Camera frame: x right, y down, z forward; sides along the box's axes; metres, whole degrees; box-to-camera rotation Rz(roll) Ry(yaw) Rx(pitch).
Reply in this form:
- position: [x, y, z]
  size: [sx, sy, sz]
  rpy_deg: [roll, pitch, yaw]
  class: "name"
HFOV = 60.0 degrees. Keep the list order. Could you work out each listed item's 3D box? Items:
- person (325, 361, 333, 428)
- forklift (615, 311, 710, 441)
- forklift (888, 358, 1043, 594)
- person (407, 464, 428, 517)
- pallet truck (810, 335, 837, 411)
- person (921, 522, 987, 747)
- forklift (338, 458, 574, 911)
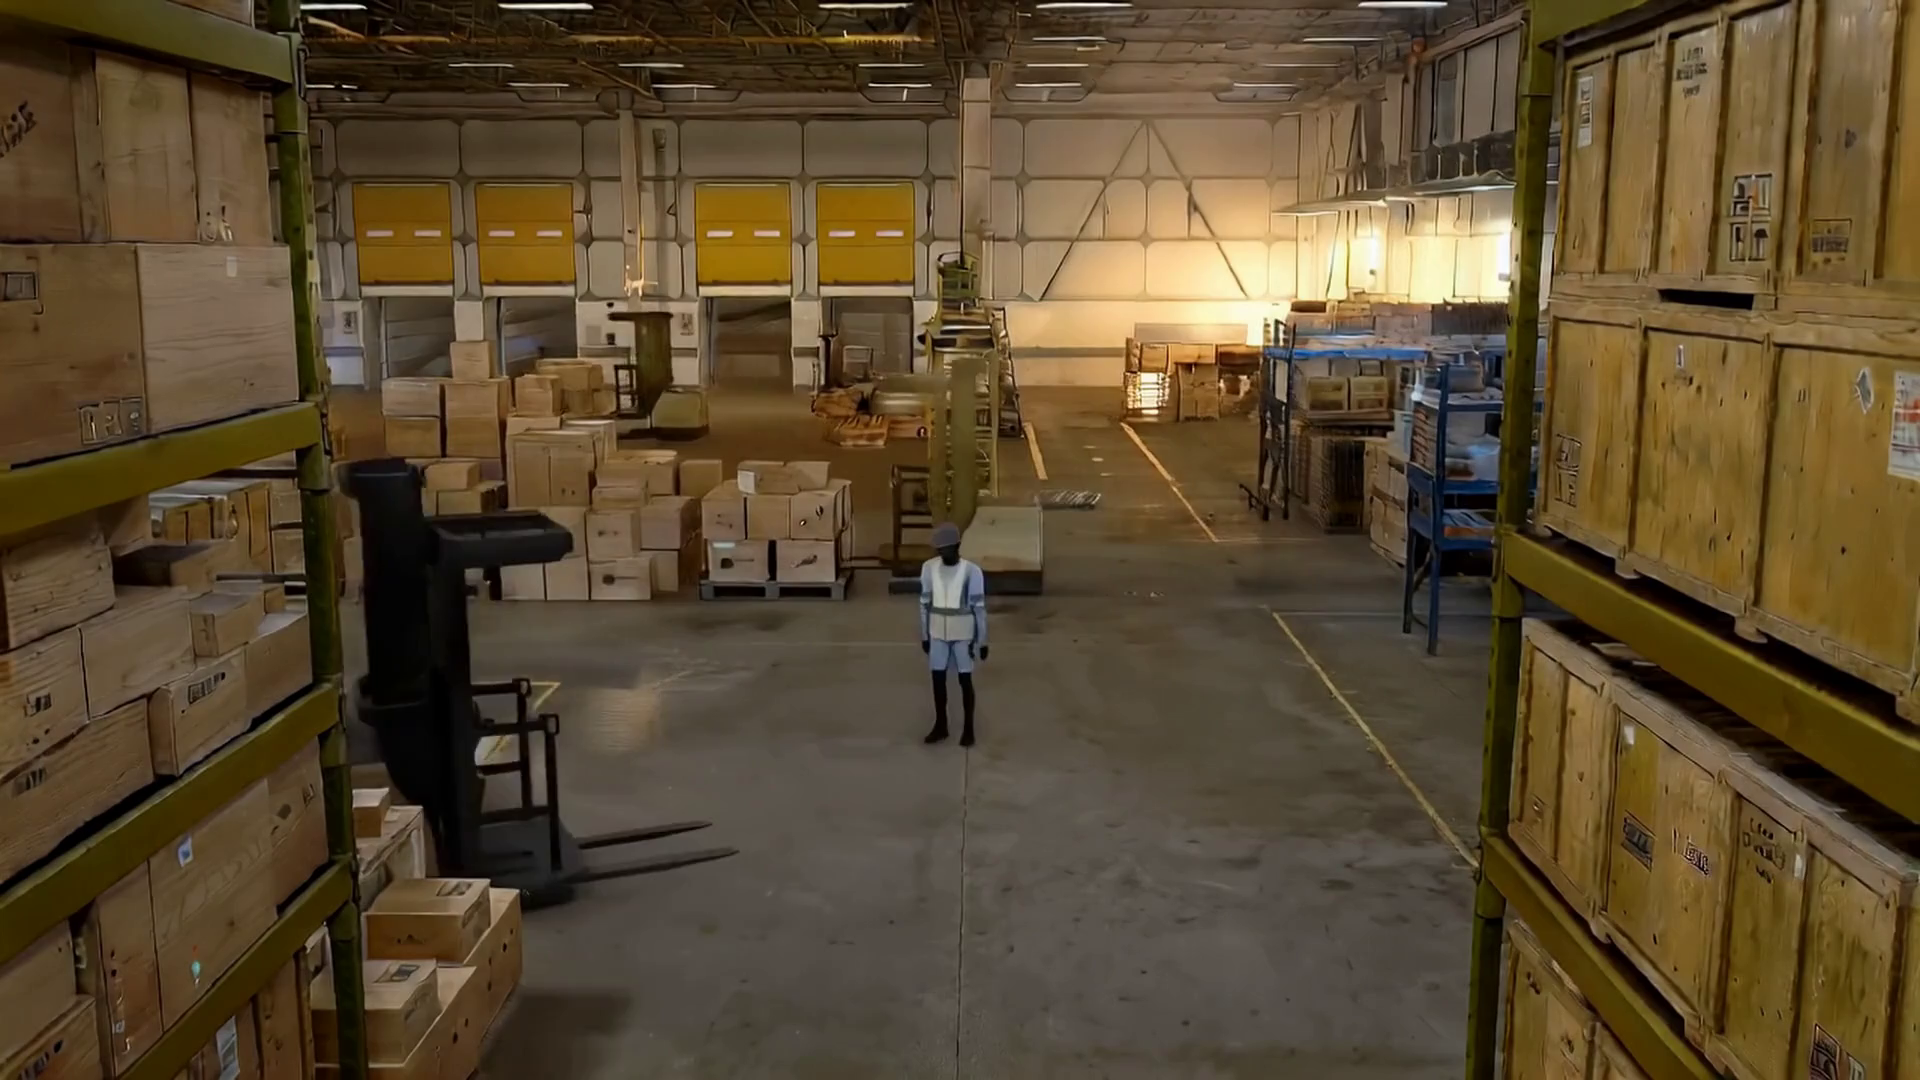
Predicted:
- position: [-15.019, -3.575, 39.044]
  size: [0.550, 1.935, 0.376]
  rpy_deg: [-4, 11, -21]
  class: "person"
- position: [-6.587, -3.643, 36.722]
  size: [1.873, 2.768, 1.129]
  rpy_deg: [1, 10, 8]
  class: "forklift"
- position: [0.077, -0.808, 20.363]
  size: [1.873, 2.768, 1.129]
  rpy_deg: [0, 10, 1]
  class: "forklift"
- position: [-6.005, 0.084, 18.212]
  size: [0.429, 1.844, 0.627]
  rpy_deg: [-3, 10, -18]
  class: "person"
- position: [-3.021, -4.312, 43.126]
  size: [1.885, 1.965, 0.823]
  rpy_deg: [3, 10, 17]
  class: "pallet truck"
- position: [-0.065, 0.791, 13.901]
  size: [0.606, 1.922, 0.413]
  rpy_deg: [4, 11, 21]
  class: "person"
- position: [-3.522, 0.918, 10.404]
  size: [1.873, 2.768, 1.129]
  rpy_deg: [-4, 11, -24]
  class: "forklift"
